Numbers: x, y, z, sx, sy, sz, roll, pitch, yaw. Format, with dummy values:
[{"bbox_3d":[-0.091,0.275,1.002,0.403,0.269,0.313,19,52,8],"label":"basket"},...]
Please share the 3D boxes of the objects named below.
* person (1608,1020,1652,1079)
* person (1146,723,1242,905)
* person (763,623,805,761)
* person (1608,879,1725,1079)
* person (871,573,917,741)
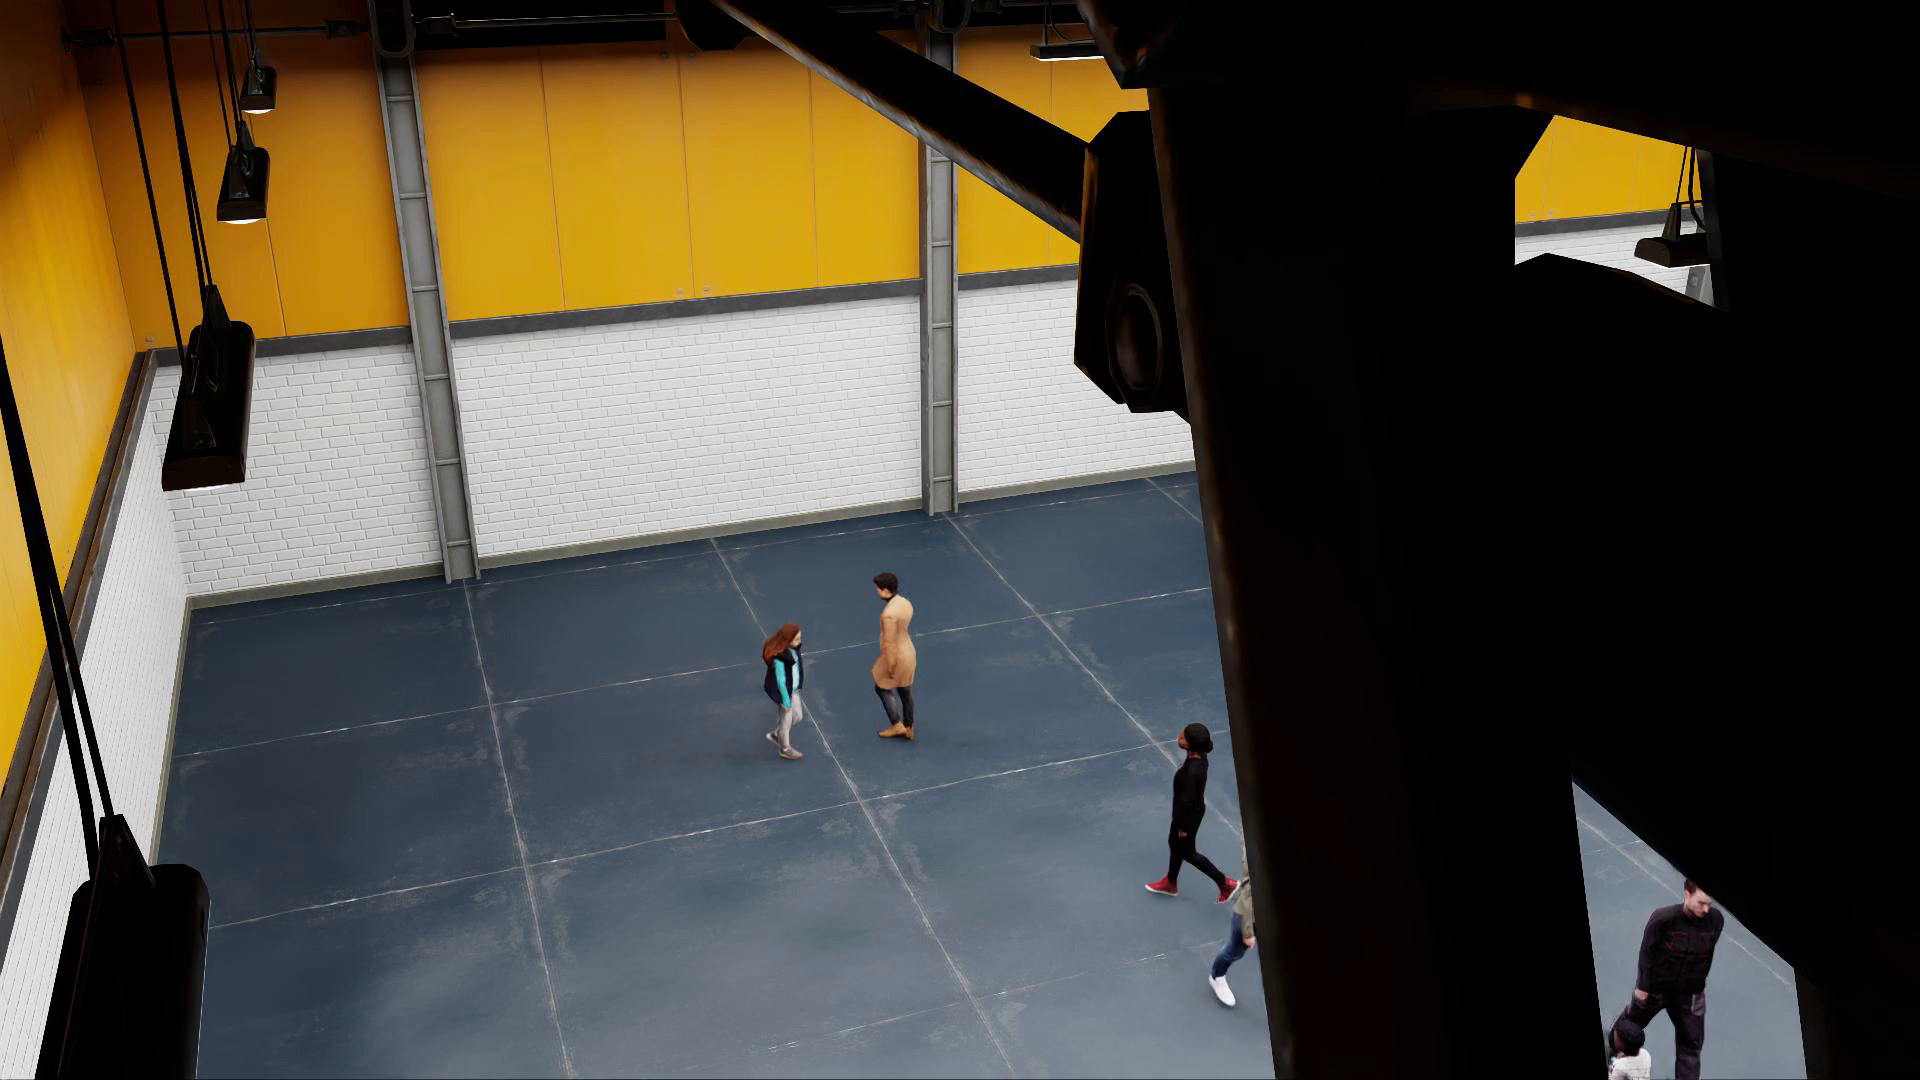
[{"bbox_3d":[4.323,3.687,10.705,0.846,1.240,0.681,-13,27,-27],"label":"person"},{"bbox_3d":[1.932,2.240,13.494,1.095,1.657,0.976,7,25,16],"label":"person"},{"bbox_3d":[-1.703,1.410,15.618,0.820,1.477,0.762,5,24,12],"label":"person"},{"bbox_3d":[4.852,3.030,11.444,1.235,1.852,1.033,0,24,1],"label":"person"},{"bbox_3d":[-0.516,1.141,15.957,0.889,1.698,0.828,9,25,19],"label":"person"}]
